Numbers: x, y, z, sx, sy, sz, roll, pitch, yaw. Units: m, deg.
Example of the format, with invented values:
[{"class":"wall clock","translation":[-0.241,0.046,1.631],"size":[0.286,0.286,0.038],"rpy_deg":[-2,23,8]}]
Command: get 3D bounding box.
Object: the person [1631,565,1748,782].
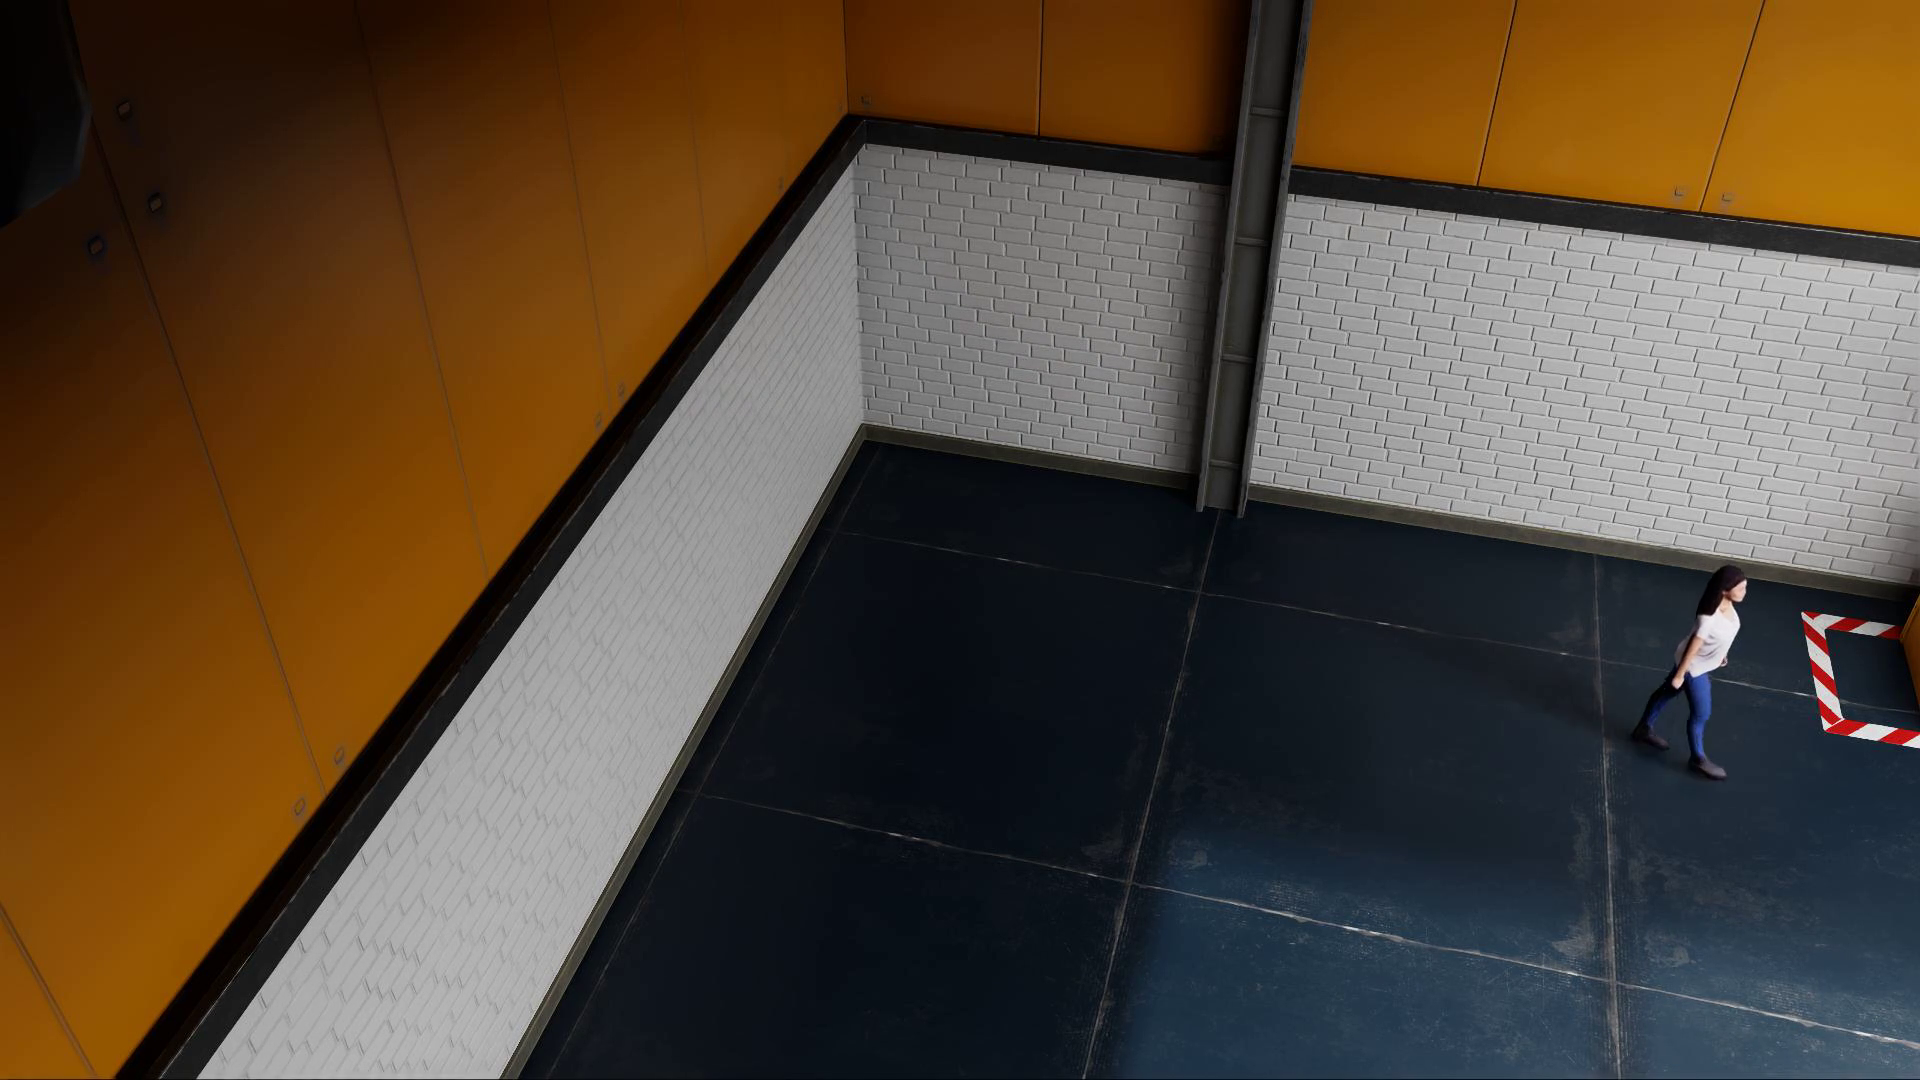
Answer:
[{"class":"person","translation":[4.843,0.815,11.182],"size":[0.991,1.663,0.818],"rpy_deg":[24,44,27]}]
